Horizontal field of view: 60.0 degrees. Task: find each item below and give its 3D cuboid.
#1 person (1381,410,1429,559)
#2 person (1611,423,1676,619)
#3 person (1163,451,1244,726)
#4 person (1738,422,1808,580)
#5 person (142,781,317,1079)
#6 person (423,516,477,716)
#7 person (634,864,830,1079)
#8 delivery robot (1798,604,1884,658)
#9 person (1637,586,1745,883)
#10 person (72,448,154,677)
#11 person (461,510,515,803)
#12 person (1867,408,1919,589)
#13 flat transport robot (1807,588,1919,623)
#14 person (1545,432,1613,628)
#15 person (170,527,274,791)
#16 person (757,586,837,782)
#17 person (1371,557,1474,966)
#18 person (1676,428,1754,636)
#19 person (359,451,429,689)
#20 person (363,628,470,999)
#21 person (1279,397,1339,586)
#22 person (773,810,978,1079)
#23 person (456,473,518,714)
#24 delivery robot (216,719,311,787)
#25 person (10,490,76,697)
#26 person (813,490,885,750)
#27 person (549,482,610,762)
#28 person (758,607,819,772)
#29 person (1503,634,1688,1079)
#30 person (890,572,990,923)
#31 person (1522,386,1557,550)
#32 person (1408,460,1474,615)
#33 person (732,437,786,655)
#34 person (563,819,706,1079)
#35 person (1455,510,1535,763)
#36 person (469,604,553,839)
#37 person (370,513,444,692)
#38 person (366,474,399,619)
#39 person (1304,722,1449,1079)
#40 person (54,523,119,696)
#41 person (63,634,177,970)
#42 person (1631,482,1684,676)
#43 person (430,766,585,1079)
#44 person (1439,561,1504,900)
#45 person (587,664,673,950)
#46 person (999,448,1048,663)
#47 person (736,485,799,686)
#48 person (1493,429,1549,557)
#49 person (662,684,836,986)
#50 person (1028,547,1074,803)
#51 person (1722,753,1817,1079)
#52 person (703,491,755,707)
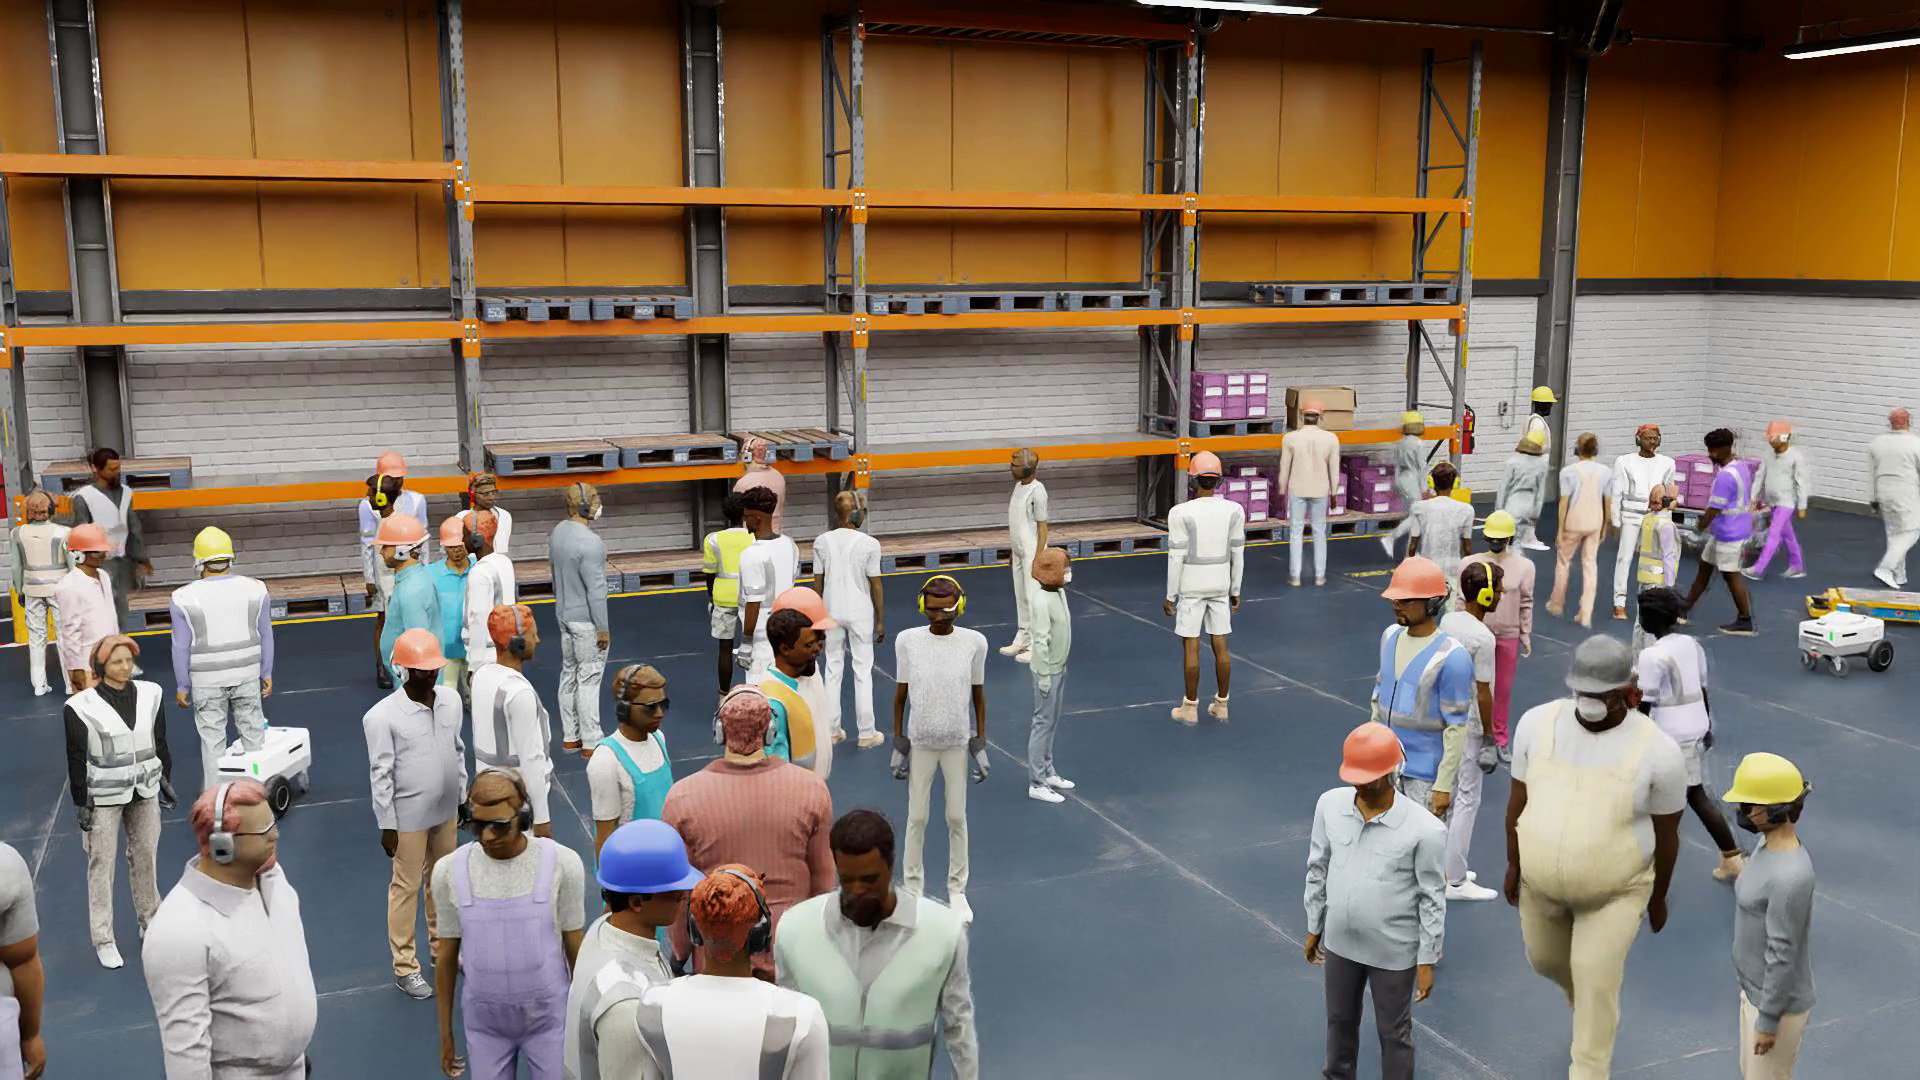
[{"bbox_3d":[5.038,-0.599,18.762,0.542,1.719,0.507,-3,10,-16],"label":"person"},{"bbox_3d":[6.500,-0.173,15.862,0.575,1.885,0.355,1,10,3],"label":"person"},{"bbox_3d":[1.795,0.357,12.349,0.615,2.041,0.385,-3,10,-17],"label":"person"},{"bbox_3d":[8.704,-0.408,17.751,0.939,1.687,0.569,-2,10,-13],"label":"person"},{"bbox_3d":[-2.200,1.672,5.170,0.406,1.906,0.654,1,10,4],"label":"person"},{"bbox_3d":[-3.351,0.705,11.174,0.572,1.750,0.330,-4,11,-23],"label":"person"},{"bbox_3d":[-0.604,1.794,4.537,0.575,1.882,0.355,2,10,10],"label":"person"},{"bbox_3d":[7.385,0.778,13.939,0.707,0.478,0.477,-5,11,-26],"label":"delivery robot"},{"bbox_3d":[4.058,1.088,9.343,0.537,1.629,0.934,-10,14,-44],"label":"person"},{"bbox_3d":[-6.982,0.179,13.793,0.738,1.889,0.611,1,10,9],"label":"person"},{"bbox_3d":[-3.007,0.740,10.630,0.358,1.880,0.566,0,10,2],"label":"person"},{"bbox_3d":[9.813,-0.428,17.339,0.583,1.878,0.742,-4,11,-24],"label":"person"},{"bbox_3d":[8.891,0.636,15.843,1.431,0.197,0.652,4,11,23],"label":"flat transport robot"},{"bbox_3d":[5.845,-0.118,15.737,0.524,1.814,0.803,0,10,0],"label":"person"},{"bbox_3d":[-4.533,0.826,10.244,0.592,1.837,0.404,-8,13,-38],"label":"person"},{"bbox_3d":[-0.749,1.192,7.678,0.393,1.995,0.612,2,10,12],"label":"person"},{"bbox_3d":[2.201,1.089,8.131,0.370,2.044,0.608,-5,11,-25],"label":"person"},{"bbox_3d":[6.909,-0.080,15.251,0.880,1.905,0.634,4,11,24],"label":"person"},{"bbox_3d":[-4.521,0.240,13.379,0.547,1.926,0.417,-8,12,-37],"label":"person"},{"bbox_3d":[-2.538,1.272,7.908,0.330,1.751,0.563,5,11,27],"label":"person"},{"bbox_3d":[3.670,-0.513,17.514,0.623,1.992,0.401,1,10,4],"label":"person"},{"bbox_3d":[-0.262,1.697,5.092,0.628,1.893,0.771,0,10,2],"label":"person"},{"bbox_3d":[-3.637,0.400,12.679,0.374,1.840,0.569,6,11,31],"label":"person"},{"bbox_3d":[-4.411,1.374,10.502,0.477,0.478,0.707,1,10,6],"label":"delivery robot"},{"bbox_3d":[-7.171,0.429,13.098,0.525,1.639,0.307,0,10,-3],"label":"person"},{"bbox_3d":[-0.782,0.565,11.732,0.516,1.839,0.329,3,10,16],"label":"person"},{"bbox_3d":[-2.596,0.559,11.490,0.368,1.939,0.632,-8,13,-39],"label":"person"},{"bbox_3d":[-0.803,1.245,7.589,0.395,1.920,0.587,0,10,0],"label":"person"},{"bbox_3d":[2.611,1.309,6.869,0.681,2.000,0.895,9,13,41],"label":"person"},{"bbox_3d":[-0.104,1.085,8.677,0.519,1.865,0.327,0,10,-2],"label":"person"},{"bbox_3d":[6.811,-0.851,19.646,0.366,1.927,0.585,2,10,9],"label":"person"},{"bbox_3d":[3.812,0.298,13.233,0.512,1.860,0.318,3,10,16],"label":"person"},{"bbox_3d":[-1.784,0.054,14.493,0.408,1.908,0.646,5,11,24],"label":"person"},{"bbox_3d":[-0.915,1.729,4.752,0.413,1.941,0.606,-3,10,-15],"label":"person"},{"bbox_3d":[3.655,0.663,11.391,0.527,1.765,0.329,1,10,6],"label":"person"},{"bbox_3d":[-2.078,1.224,7.811,0.350,1.883,0.583,-8,13,-38],"label":"person"},{"bbox_3d":[-3.217,0.828,9.773,0.381,1.994,0.622,-3,10,-15],"label":"person"},{"bbox_3d":[-4.256,0.436,12.429,0.324,1.860,0.526,-4,11,-23],"label":"person"},{"bbox_3d":[1.563,1.538,6.394,0.573,1.744,0.348,9,13,42],"label":"person"},{"bbox_3d":[-5.655,0.755,10.885,0.340,1.752,0.564,-1,10,-3],"label":"person"},{"bbox_3d":[-4.146,1.270,8.241,0.309,1.643,0.513,6,12,32],"label":"person"},{"bbox_3d":[5.685,0.347,13.563,0.310,1.642,0.514,0,10,0],"label":"person"},{"bbox_3d":[-1.500,1.634,5.604,0.524,1.834,0.359,-1,10,-4],"label":"person"},{"bbox_3d":[2.754,1.031,9.017,0.341,1.857,0.521,-2,10,-11],"label":"person"},{"bbox_3d":[-1.336,1.407,6.874,0.324,1.842,0.516,3,10,16],"label":"person"},{"bbox_3d":[0.563,0.124,14.266,0.335,1.843,0.513,-4,11,-24],"label":"person"},{"bbox_3d":[-1.304,0.609,11.125,0.367,1.965,0.607,4,11,21],"label":"person"},{"bbox_3d":[5.730,-0.296,17.121,0.570,1.689,0.348,-3,10,-16],"label":"person"},{"bbox_3d":[-0.791,1.480,6.277,0.641,1.908,0.407,-2,10,-14],"label":"person"},{"bbox_3d":[0.590,0.850,10.688,0.270,1.632,0.508,3,10,17],"label":"person"},{"bbox_3d":[2.853,1.616,5.931,0.344,1.756,0.532,3,10,19],"label":"person"},{"bbox_3d":[-1.683,0.471,12.686,0.535,1.698,0.318,0,10,-2],"label":"person"}]
